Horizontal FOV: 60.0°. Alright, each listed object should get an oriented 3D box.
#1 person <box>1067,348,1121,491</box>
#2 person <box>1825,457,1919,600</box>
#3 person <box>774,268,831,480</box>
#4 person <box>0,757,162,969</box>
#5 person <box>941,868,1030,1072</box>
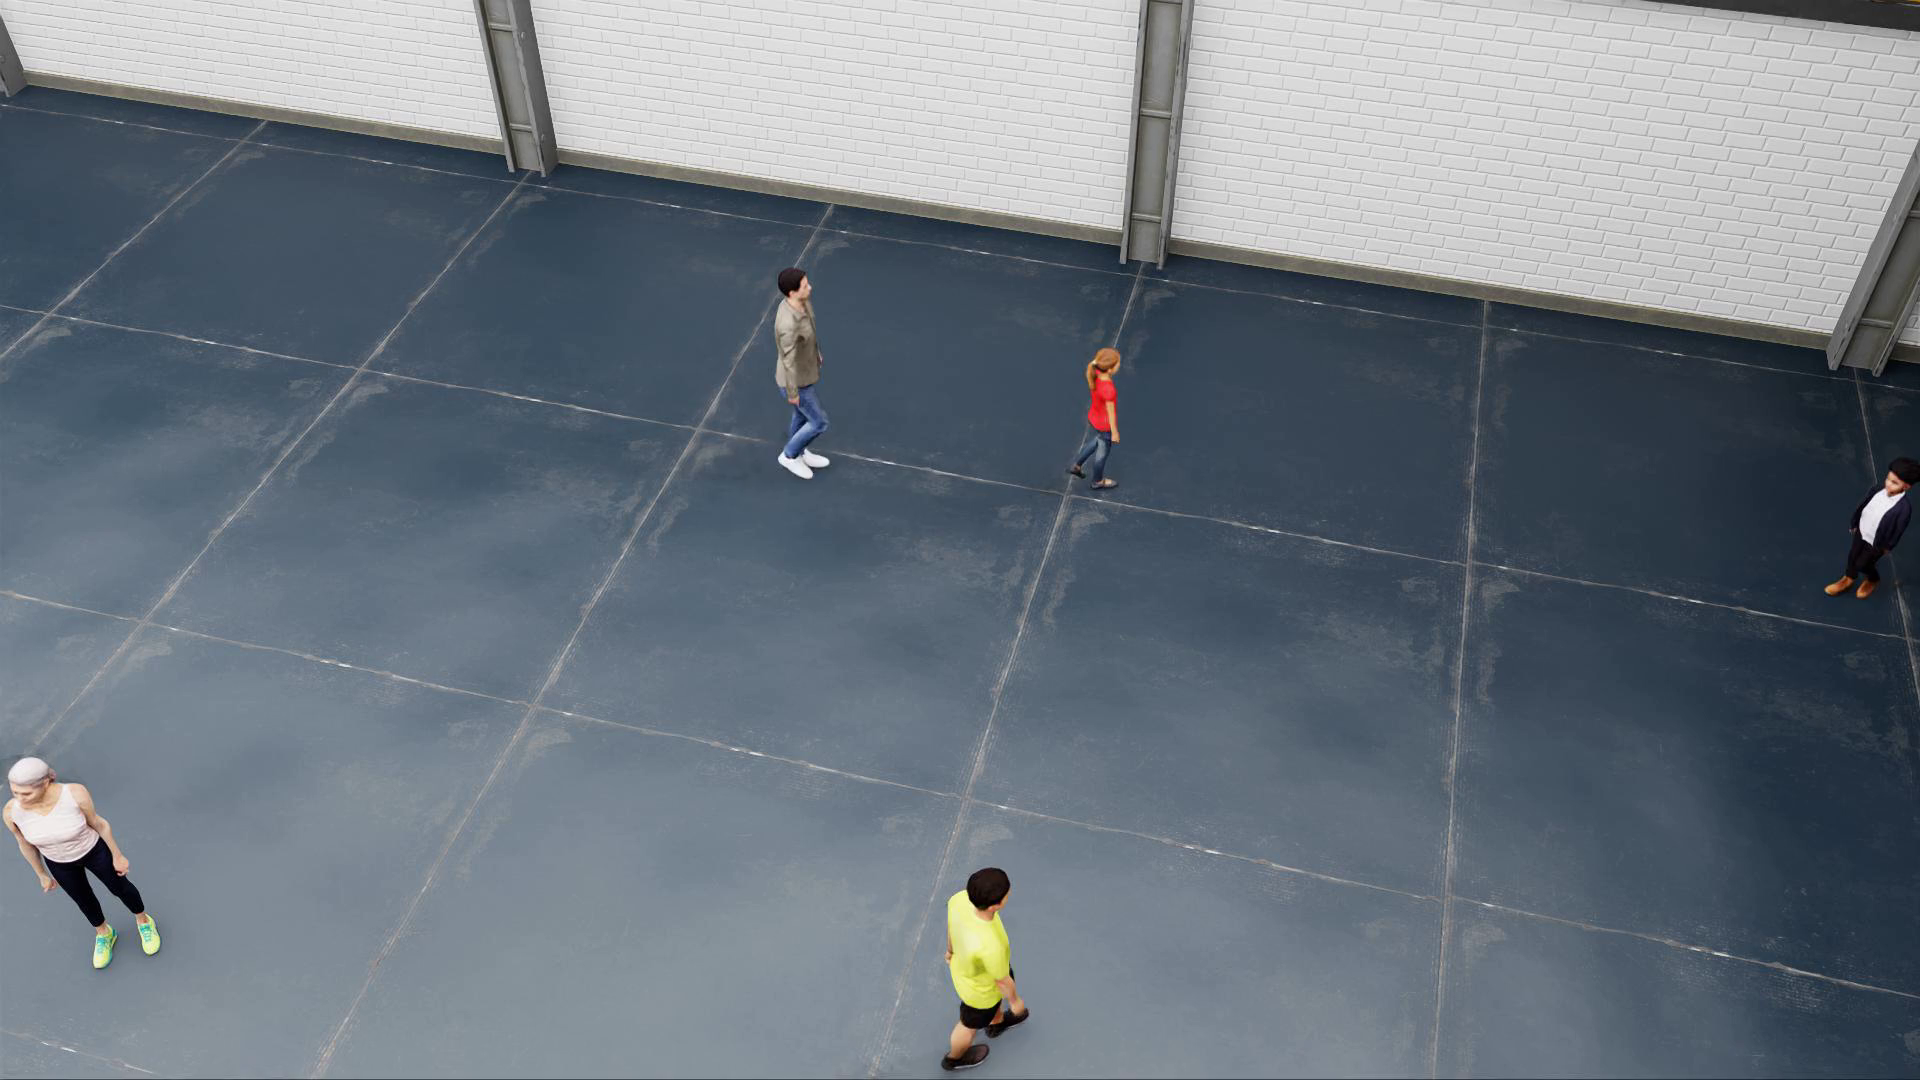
[{"bbox_3d":[0.990,-0.867,12.294,0.701,1.299,0.616,-10,44,-10],"label":"person"},{"bbox_3d":[6.397,-0.082,11.529,0.687,1.218,0.623,-11,45,-12],"label":"person"},{"bbox_3d":[-1.278,-1.226,12.268,0.743,1.855,0.774,0,44,0],"label":"person"},{"bbox_3d":[-4.894,1.755,9.248,0.648,1.703,0.747,-13,45,-13],"label":"person"},{"bbox_3d":[0.026,2.298,8.690,0.952,1.686,0.876,-16,46,-16],"label":"person"}]
